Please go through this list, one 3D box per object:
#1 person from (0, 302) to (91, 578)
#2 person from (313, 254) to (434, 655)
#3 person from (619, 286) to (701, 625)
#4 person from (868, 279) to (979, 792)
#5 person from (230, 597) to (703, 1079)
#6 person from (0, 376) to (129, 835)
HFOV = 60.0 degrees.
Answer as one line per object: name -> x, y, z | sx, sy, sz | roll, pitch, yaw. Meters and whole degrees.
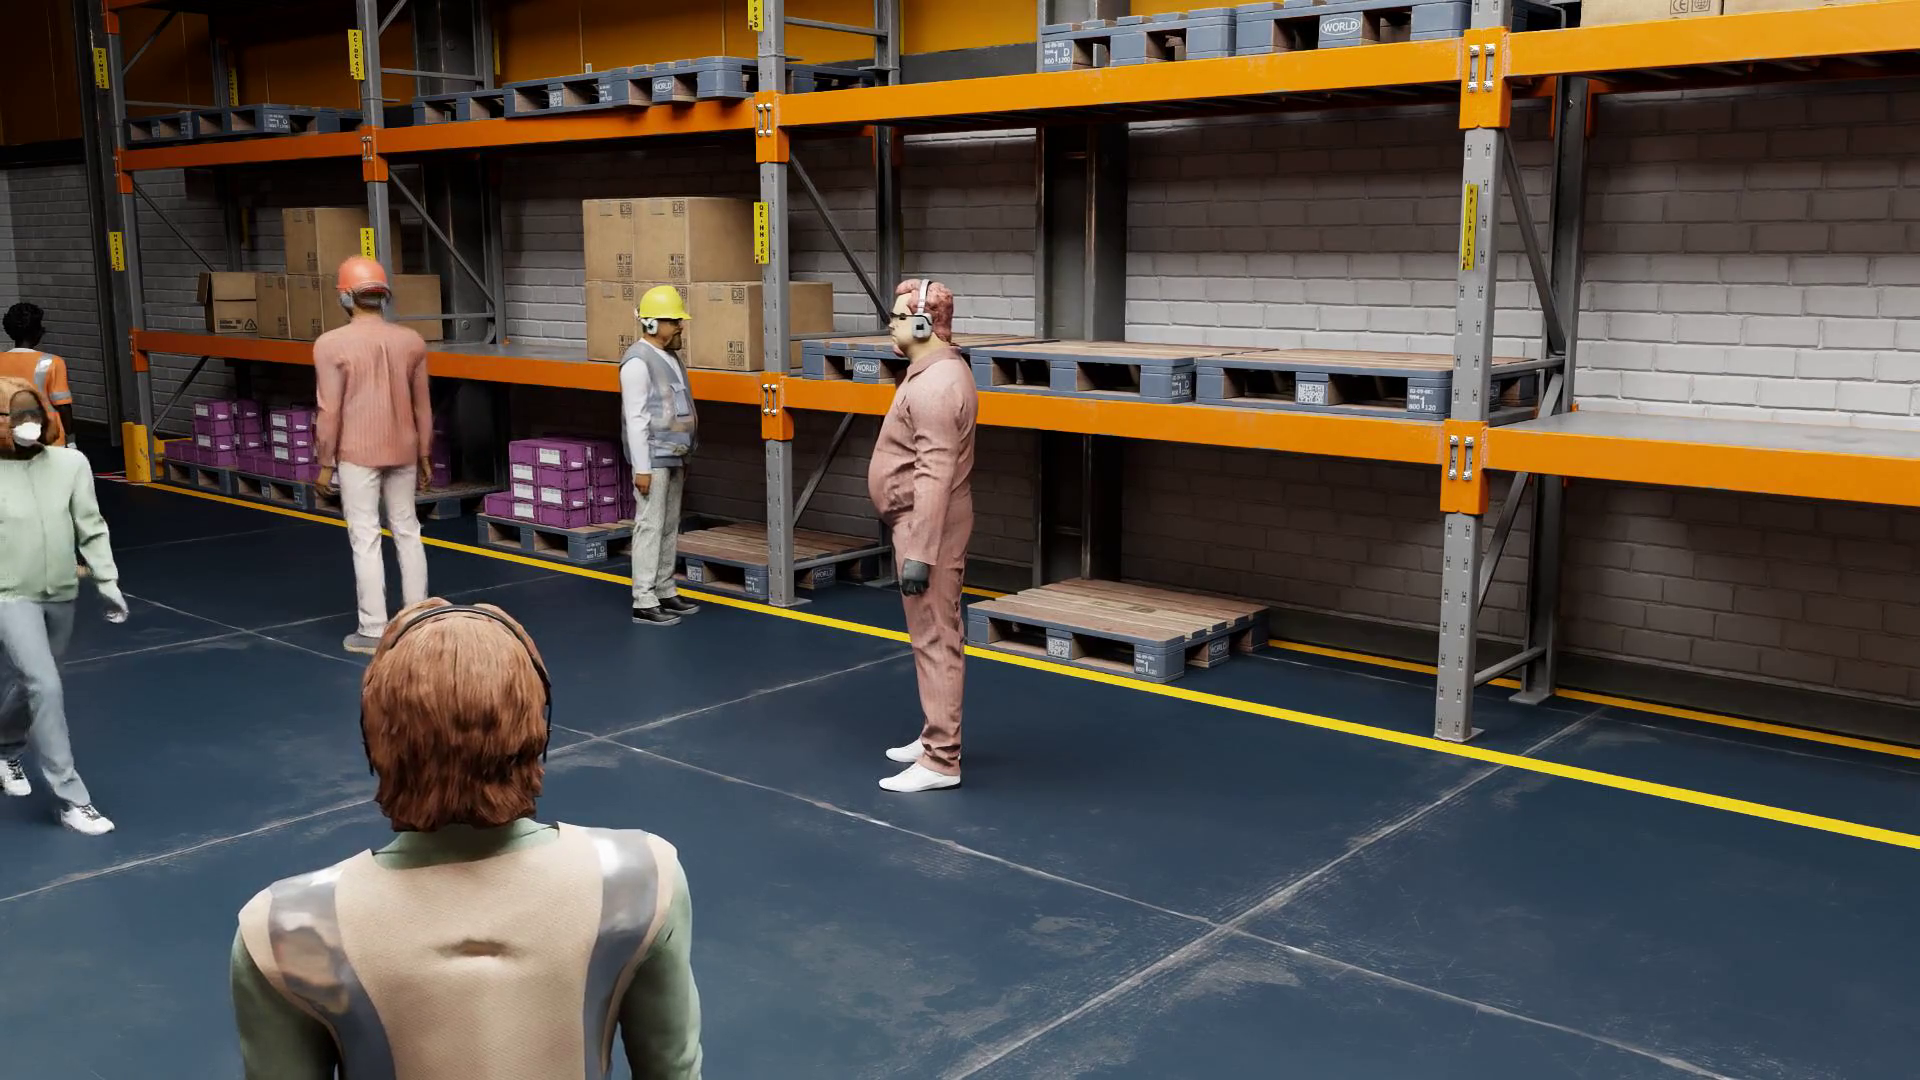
person -> -5.614, -0.585, 10.089 | 0.542, 1.695, 0.316 | 0, 10, 2
person -> -2.941, -0.428, 8.349 | 0.395, 1.992, 0.622 | 8, 13, 39
person -> -1.615, -0.456, 9.009 | 0.403, 1.824, 0.596 | 2, 10, 12
person -> -0.138, -0.014, 6.243 | 0.409, 1.908, 0.639 | 1, 10, 3
person -> -0.537, 0.877, 1.928 | 0.512, 1.641, 0.307 | -4, 11, -24
person -> -3.324, 0.205, 5.889 | 0.849, 1.593, 0.499 | 5, 11, 27
